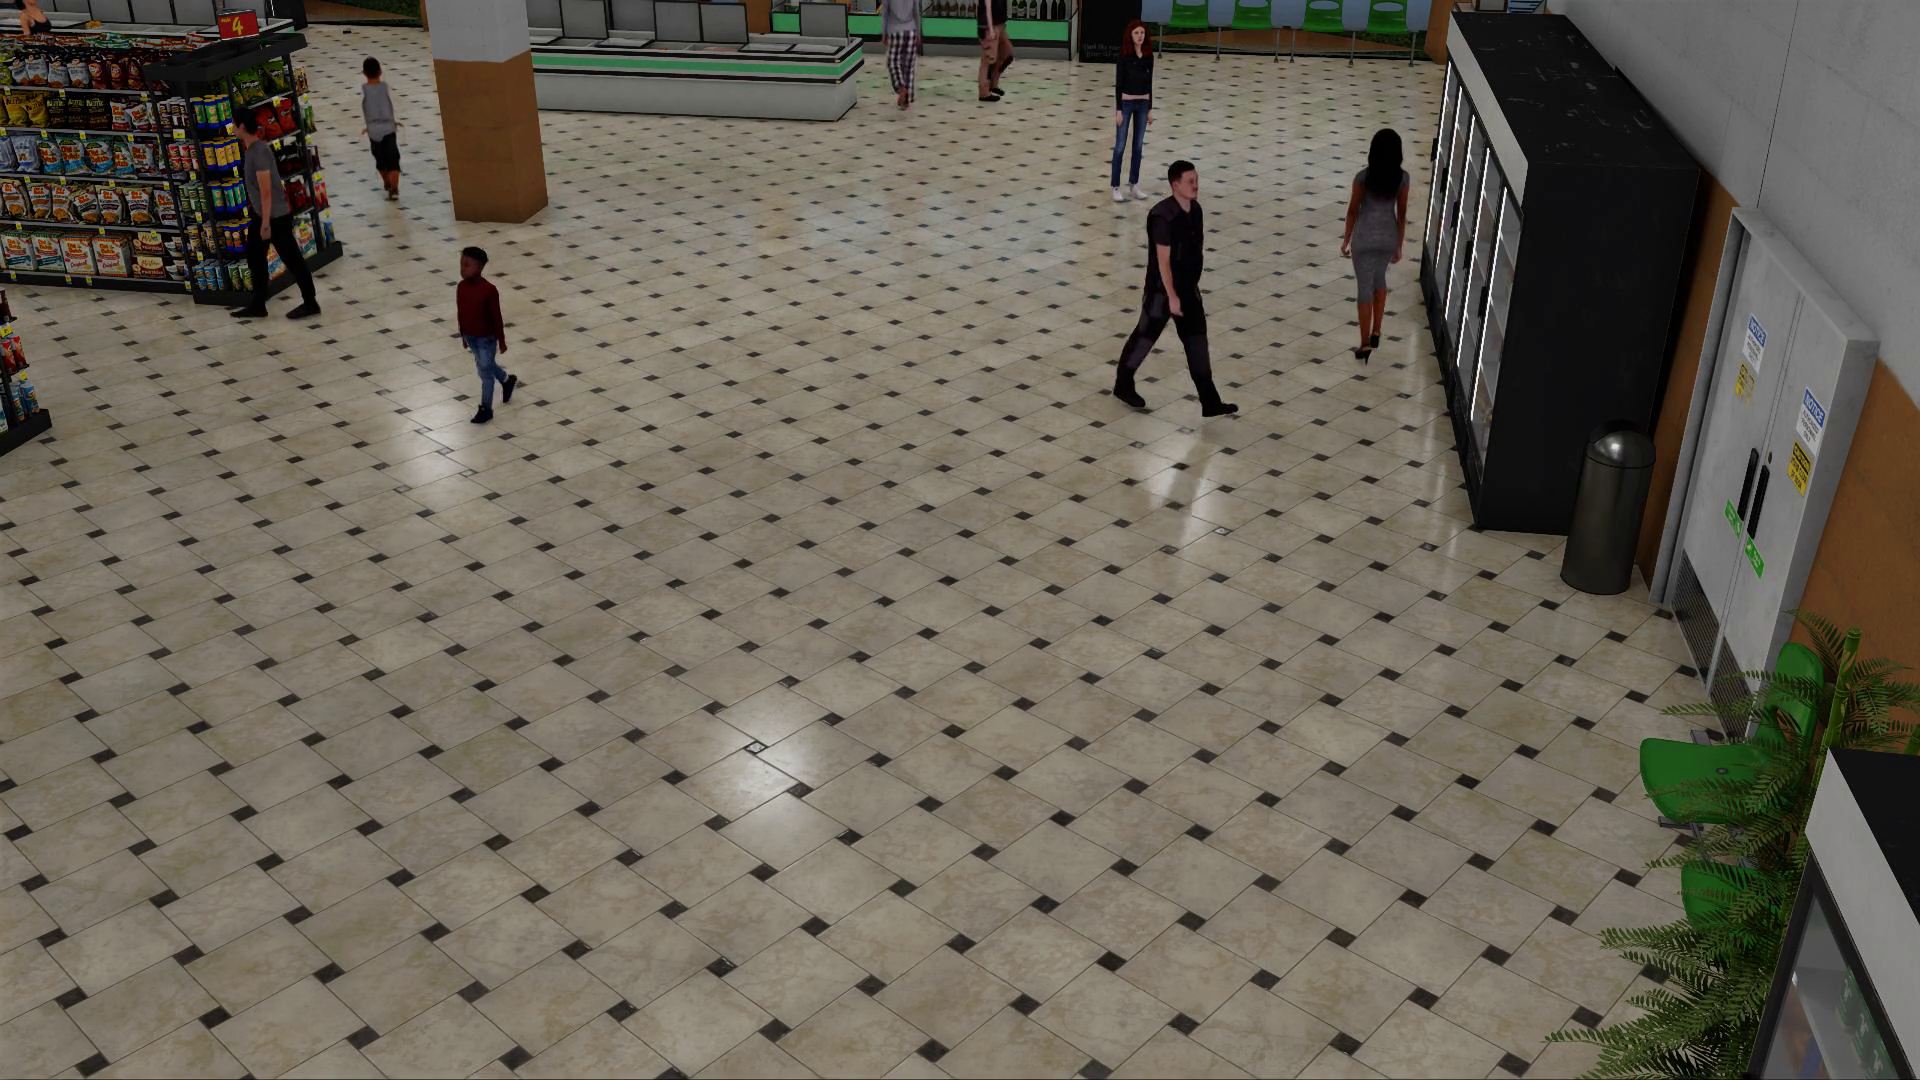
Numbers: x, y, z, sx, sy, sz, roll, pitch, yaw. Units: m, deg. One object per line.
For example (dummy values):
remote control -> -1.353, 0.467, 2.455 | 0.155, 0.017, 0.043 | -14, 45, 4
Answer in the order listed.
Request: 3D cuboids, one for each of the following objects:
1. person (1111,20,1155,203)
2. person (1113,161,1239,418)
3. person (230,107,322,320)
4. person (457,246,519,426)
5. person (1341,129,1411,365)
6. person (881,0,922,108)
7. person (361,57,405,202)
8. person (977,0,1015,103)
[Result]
person -> 1.746, -4.339, 16.819 | 0.629, 1.786, 0.725 | -9, 28, -17
person -> 1.402, -1.737, 11.677 | 1.324, 1.795, 1.150 | 24, 35, 38
person -> -5.515, -2.643, 13.543 | 1.034, 1.724, 0.975 | -19, 32, -32
person -> -3.347, -1.484, 11.782 | 0.835, 1.248, 0.718 | 13, 30, 24
person -> 3.161, -2.186, 12.596 | 0.668, 1.765, 0.721 | -2, 27, -4
person -> -0.700, -6.224, 20.488 | 0.880, 1.828, 0.893 | -5, 27, -10
person -> -5.893, -4.213, 16.967 | 1.027, 1.426, 0.949 | -8, 28, -16
person -> 0.320, -6.472, 20.979 | 0.700, 1.827, 0.726 | 9, 28, 16
